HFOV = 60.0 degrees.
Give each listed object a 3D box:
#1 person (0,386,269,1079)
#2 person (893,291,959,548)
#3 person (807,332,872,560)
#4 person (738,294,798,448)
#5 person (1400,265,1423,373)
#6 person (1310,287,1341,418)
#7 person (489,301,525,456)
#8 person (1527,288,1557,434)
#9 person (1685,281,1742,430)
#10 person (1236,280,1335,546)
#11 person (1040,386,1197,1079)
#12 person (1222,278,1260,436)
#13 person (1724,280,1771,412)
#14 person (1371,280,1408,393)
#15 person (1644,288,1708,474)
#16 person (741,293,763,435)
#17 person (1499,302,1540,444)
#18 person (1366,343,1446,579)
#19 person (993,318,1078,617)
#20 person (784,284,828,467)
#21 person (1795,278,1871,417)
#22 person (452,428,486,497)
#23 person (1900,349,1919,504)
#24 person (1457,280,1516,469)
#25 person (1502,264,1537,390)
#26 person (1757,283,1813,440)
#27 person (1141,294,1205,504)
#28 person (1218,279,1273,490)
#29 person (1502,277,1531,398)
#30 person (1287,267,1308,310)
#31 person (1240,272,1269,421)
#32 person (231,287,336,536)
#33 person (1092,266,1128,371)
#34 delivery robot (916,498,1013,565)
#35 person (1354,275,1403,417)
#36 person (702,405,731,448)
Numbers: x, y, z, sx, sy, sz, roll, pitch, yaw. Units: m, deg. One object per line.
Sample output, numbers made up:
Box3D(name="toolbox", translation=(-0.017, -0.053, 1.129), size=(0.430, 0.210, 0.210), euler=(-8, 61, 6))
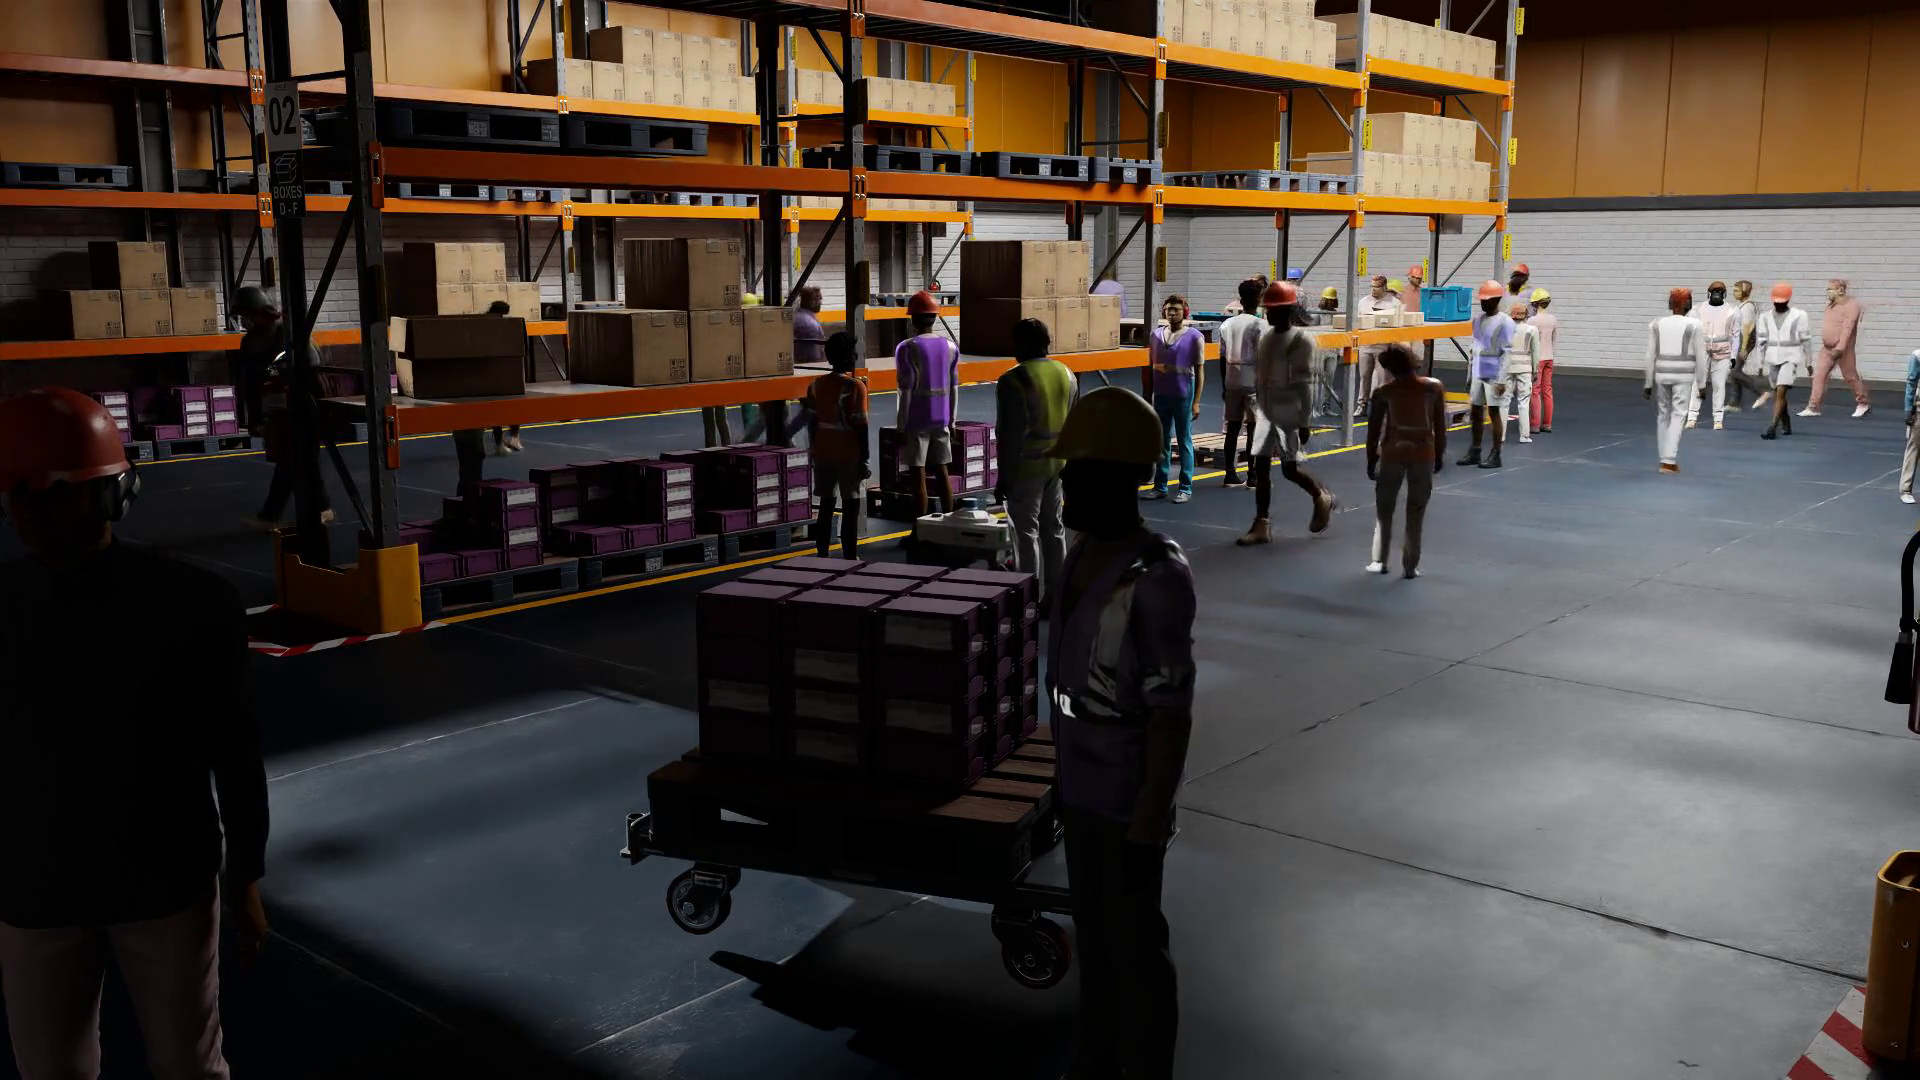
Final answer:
Box3D(name="person", translation=(-1.710, 0.689, 3.314), size=(0.623, 1.992, 0.391), euler=(-2, 10, -12))
Box3D(name="person", translation=(-0.273, -0.894, 12.494), size=(0.552, 1.935, 0.374), euler=(-7, 12, -35))
Box3D(name="person", translation=(-0.801, -0.556, 11.250), size=(0.542, 1.695, 0.316), euler=(9, 13, 41))
Box3D(name="person", translation=(-2.037, -1.741, 17.715), size=(0.867, 1.790, 0.573), euler=(-5, 11, -26))
Box3D(name="person", translation=(7.187, -3.327, 26.231), size=(0.651, 1.968, 0.791), euler=(-1, 10, -6))
Box3D(name="person", translation=(4.904, -2.508, 22.240), size=(0.492, 1.741, 0.314), euler=(-6, 11, -29))
Box3D(name="person", translation=(-4.976, -1.763, 18.145), size=(0.545, 1.675, 0.416), euler=(3, 10, 15))
Box3D(name="person", translation=(7.045, -2.175, 20.279), size=(0.532, 1.765, 0.328), euler=(-7, 12, -33))
Box3D(name="person", translation=(9.379, -2.300, 20.763), size=(0.625, 1.847, 0.429), euler=(5, 11, 25))
Box3D(name="person", translation=(2.506, -0.968, 12.695), size=(0.830, 2.019, 0.618), euler=(-6, 12, -32))
Box3D(name="person", translation=(0.364, 0.588, 4.073), size=(0.364, 1.930, 0.588), euler=(-3, 11, -19))
Box3D(name="person", translation=(3.457, -2.197, 20.042), size=(0.395, 1.900, 0.647), euler=(-9, 13, -41))
Box3D(name="person", translation=(10.793, -2.649, 22.808), size=(0.558, 1.828, 0.519), euler=(4, 11, 23))
Box3D(name="person", translation=(6.291, -2.891, 24.278), size=(0.605, 1.782, 0.893), euler=(8, 13, 38))
Box3D(name="person", translation=(7.190, -1.587, 16.764), size=(0.763, 1.868, 0.573), euler=(-8, 13, -39))
Box3D(name="person", translation=(-2.329, -1.935, 18.926), size=(0.530, 1.753, 0.568), euler=(2, 10, 13))
Box3D(name="person", translation=(6.430, -1.930, 19.241), size=(0.513, 1.640, 0.309), euler=(6, 11, 29))
Box3D(name="person", translation=(3.044, -0.529, 11.372), size=(0.542, 1.616, 0.323), euler=(2, 10, 9))
Box3D(name="person", translation=(0.425, -0.409, 10.005), size=(0.429, 1.841, 0.633), euler=(9, 14, 43))
Box3D(name="person", translation=(-1.602, -1.680, 17.107), size=(0.599, 1.888, 0.664), euler=(-4, 11, -21))
Box3D(name="person", translation=(11.777, -2.562, 22.233), size=(1.004, 1.860, 0.644), euler=(-2, 10, -12))
Box3D(name="person", translation=(-3.652, -0.736, 12.448), size=(0.272, 1.635, 0.507), euler=(-6, 11, -29))
Box3D(name="person", translation=(8.583, -1.125, 14.660), size=(0.523, 1.636, 0.310), euler=(0, 10, 1))
Box3D(name="person", translation=(5.412, -1.701, 17.092), size=(0.377, 1.933, 0.555), euler=(-5, 11, -27))
Box3D(name="person", translation=(8.974, -3.399, 26.584), size=(1.005, 1.991, 0.620), euler=(-8, 13, -38))
Box3D(name="person", translation=(9.851, -2.141, 19.855), size=(1.029, 1.856, 0.621), euler=(-9, 13, -42))
Box3D(name="person", translation=(1.904, -1.251, 14.780), size=(0.571, 1.846, 0.382), euler=(8, 13, 39))
Box3D(name="person", translation=(2.690, -1.446, 15.551), size=(0.361, 1.965, 0.613), euler=(-9, 13, -40))
Box3D(name="person", translation=(8.406, -3.075, 25.296), size=(0.504, 1.804, 1.040), euler=(4, 11, 23))
Box3D(name="person", translation=(5.301, -3.324, 26.295), size=(0.398, 1.949, 0.604), euler=(1, 10, 3))
Box3D(name="person", translation=(3.887, -2.518, 21.732), size=(0.628, 1.939, 0.375), euler=(1, 10, 8))
Box3D(name="person", translation=(-5.406, -1.075, 13.229), size=(0.722, 2.000, 1.047), euler=(6, 12, 31))
Box3D(name="person", translation=(2.744, -4.051, 30.477), size=(0.652, 1.933, 0.416), euler=(6, 11, 29))
Box3D(name="delivery robot", translation=(0.067, -0.041, 11.302), size=(0.707, 0.478, 0.477), euler=(6, 12, 30))
Box3D(name="person", translation=(5.528, -2.564, 22.112), size=(0.637, 1.902, 0.406), euler=(7, 12, 33))
Box3D(name="person", translation=(-2.430, -1.524, 16.287), size=(0.514, 1.866, 0.329), euler=(9, 14, 43))
